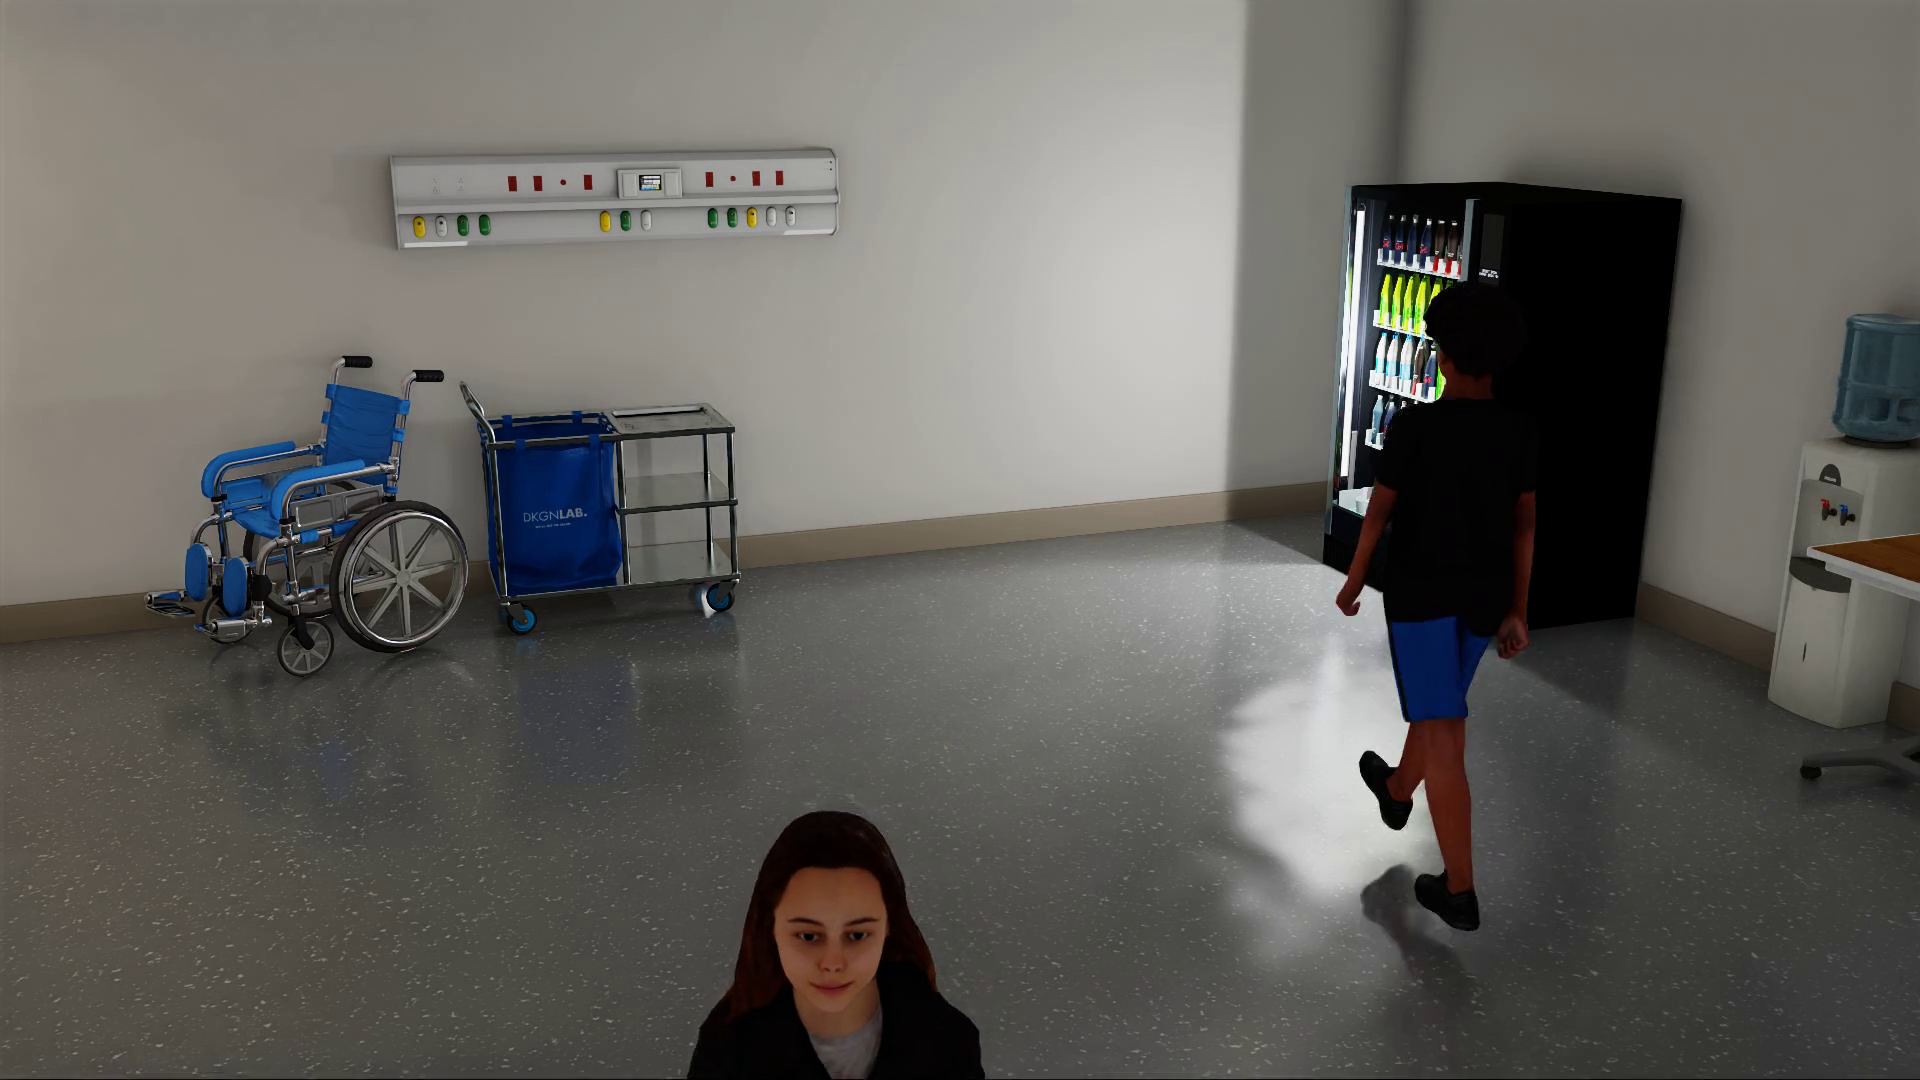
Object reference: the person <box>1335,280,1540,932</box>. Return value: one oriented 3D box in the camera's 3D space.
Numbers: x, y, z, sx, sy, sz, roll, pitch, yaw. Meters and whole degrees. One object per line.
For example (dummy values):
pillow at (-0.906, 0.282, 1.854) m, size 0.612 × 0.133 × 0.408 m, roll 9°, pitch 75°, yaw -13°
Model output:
person at (1.383, 0.219, 4.625) m, size 0.760 × 1.747 × 1.201 m, roll -3°, pitch 16°, yaw -10°

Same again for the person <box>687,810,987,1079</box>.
person at (-0.167, 1.024, 2.289) m, size 0.742 × 1.465 × 0.865 m, roll 2°, pitch 16°, yaw 6°
